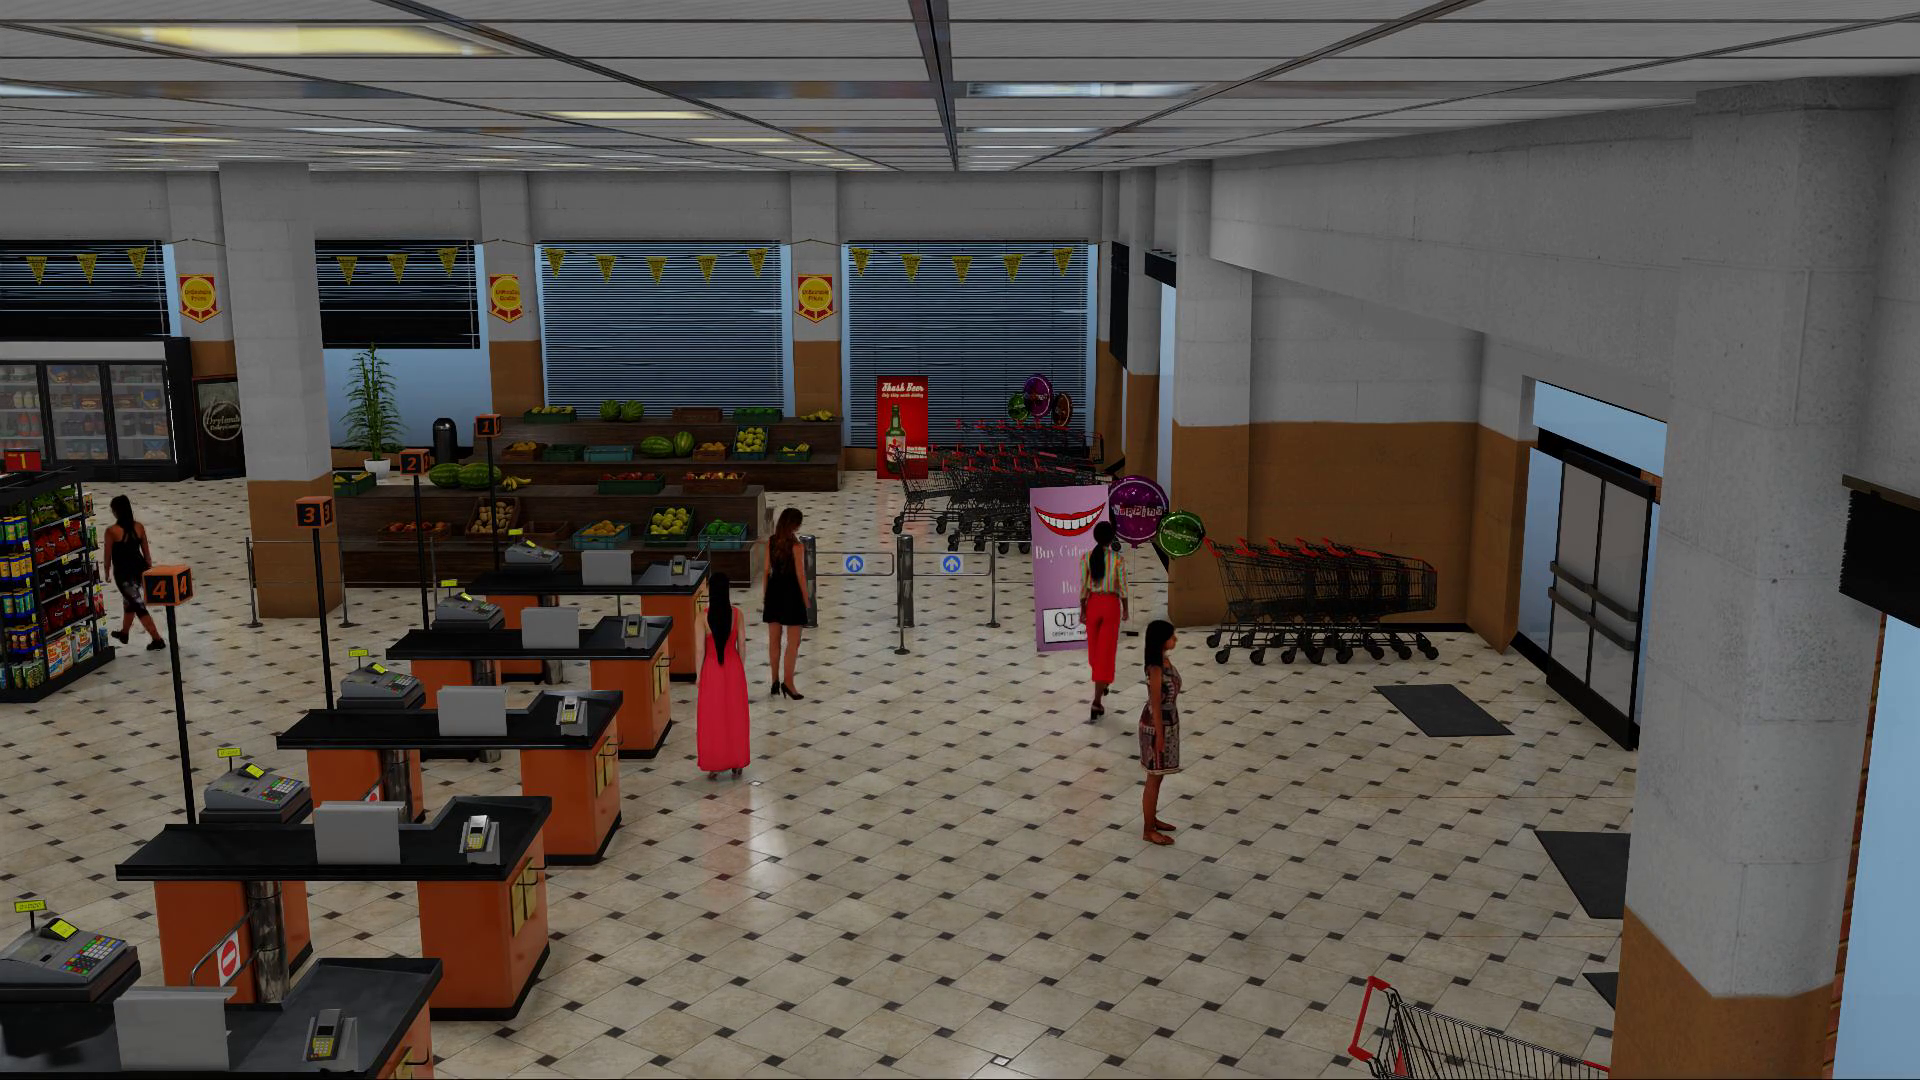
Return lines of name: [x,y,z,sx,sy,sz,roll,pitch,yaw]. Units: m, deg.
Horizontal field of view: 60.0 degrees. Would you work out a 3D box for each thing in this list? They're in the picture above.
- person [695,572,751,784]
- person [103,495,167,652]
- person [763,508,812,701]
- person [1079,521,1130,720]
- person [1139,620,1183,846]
person: [-1.915,1.096,13.378,0.652,1.727,0.764,-6,13,-26]
person: [-8.458,0.378,17.043,1.181,1.621,0.893,6,13,27]
person: [-1.693,0.587,15.566,0.646,1.821,0.772,3,12,13]
person: [1.269,0.749,14.975,1.117,1.748,0.918,4,13,19]
person: [1.455,1.384,12.205,0.599,1.645,0.692,3,12,12]
